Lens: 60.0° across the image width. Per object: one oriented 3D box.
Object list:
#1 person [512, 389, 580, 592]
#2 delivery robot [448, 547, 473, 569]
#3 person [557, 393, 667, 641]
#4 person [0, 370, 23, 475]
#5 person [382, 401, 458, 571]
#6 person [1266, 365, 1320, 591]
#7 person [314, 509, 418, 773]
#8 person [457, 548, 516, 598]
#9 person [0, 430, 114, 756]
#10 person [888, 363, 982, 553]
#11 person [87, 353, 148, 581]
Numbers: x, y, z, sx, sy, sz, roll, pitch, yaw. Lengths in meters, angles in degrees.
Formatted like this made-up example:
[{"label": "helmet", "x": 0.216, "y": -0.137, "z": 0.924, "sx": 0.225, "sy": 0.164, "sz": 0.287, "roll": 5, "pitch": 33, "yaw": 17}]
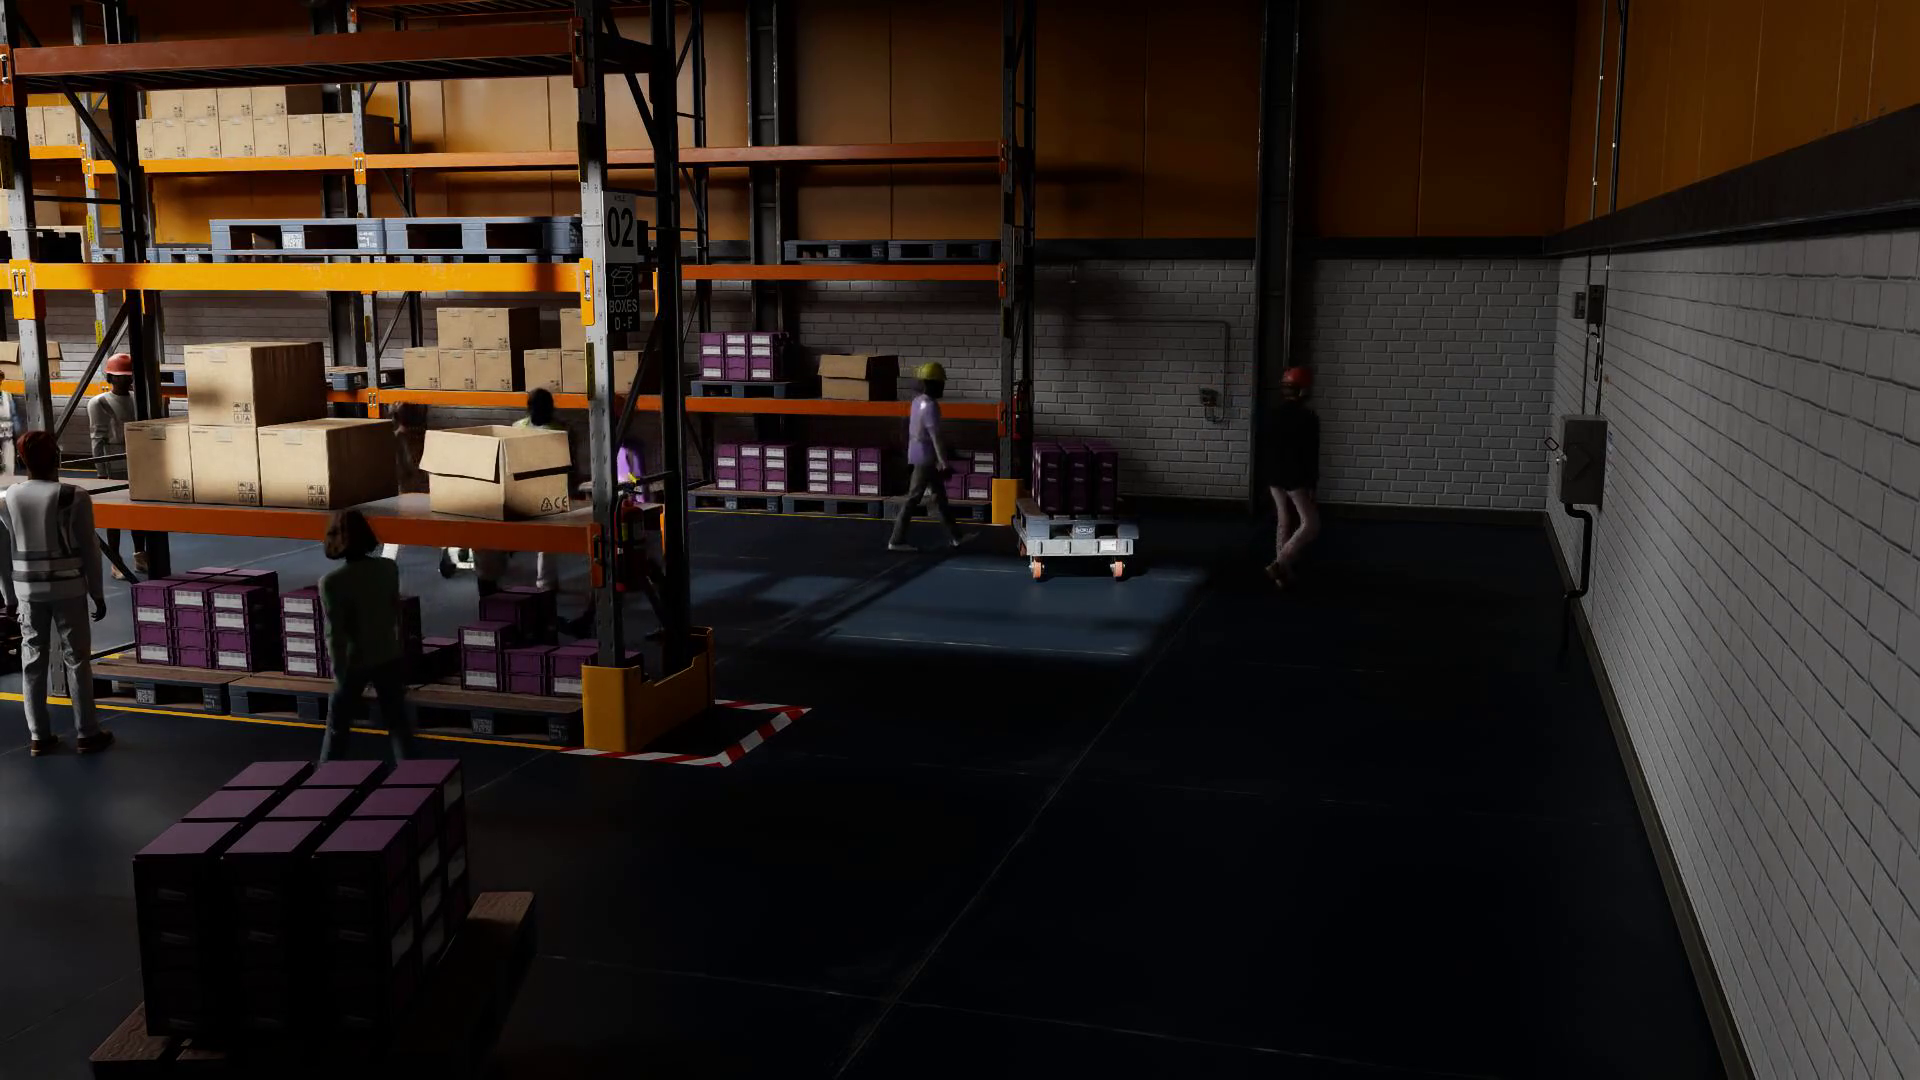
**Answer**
[{"label": "person", "x": -3.535, "y": -0.369, "z": 13.965, "sx": 0.627, "sy": 1.807, "sz": 0.832, "roll": 3, "pitch": 10, "yaw": 17}, {"label": "delivery robot", "x": -4.409, "y": -0.002, "z": 15.219, "sx": 0.477, "sy": 0.478, "sz": 0.707, "roll": 1, "pitch": 9, "yaw": 4}, {"label": "person", "x": -2.550, "y": -0.160, "z": 12.428, "sx": 1.002, "sy": 1.877, "sz": 0.583, "roll": 2, "pitch": 10, "yaw": 12}, {"label": "person", "x": -11.311, "y": -1.203, "z": 19.569, "sx": 0.419, "sy": 1.625, "sz": 0.528, "roll": 3, "pitch": 10, "yaw": 16}, {"label": "person", "x": -5.012, "y": -0.486, "z": 15.322, "sx": 0.873, "sy": 1.590, "sz": 0.538, "roll": 4, "pitch": 10, "yaw": 22}, {"label": "person", "x": 2.843, "y": -0.511, "z": 14.299, "sx": 0.493, "sy": 1.979, "sz": 0.615, "roll": -6, "pitch": 11, "yaw": -34}, {"label": "person", "x": -3.091, "y": 0.629, "z": 8.536, "sx": 0.873, "sy": 1.584, "sz": 0.506, "roll": 6, "pitch": 11, "yaw": 34}, {"label": "person", "x": -3.339, "y": 0.006, "z": 12.060, "sx": 0.750, "sy": 1.675, "sz": 0.528, "roll": 2, "pitch": 10, "yaw": 15}, {"label": "person", "x": -5.220, "y": 0.309, "z": 9.570, "sx": 0.575, "sy": 1.884, "sz": 0.355, "roll": -1, "pitch": 9, "yaw": -8}, {"label": "person", "x": -0.274, "y": -0.805, "z": 16.404, "sx": 1.004, "sy": 1.870, "sz": 0.611, "roll": -2, "pitch": 10, "yaw": -13}, {"label": "person", "x": -7.512, "y": -0.664, "z": 15.021, "sx": 0.367, "sy": 2.041, "sz": 0.615, "roll": 4, "pitch": 10, "yaw": 25}]
